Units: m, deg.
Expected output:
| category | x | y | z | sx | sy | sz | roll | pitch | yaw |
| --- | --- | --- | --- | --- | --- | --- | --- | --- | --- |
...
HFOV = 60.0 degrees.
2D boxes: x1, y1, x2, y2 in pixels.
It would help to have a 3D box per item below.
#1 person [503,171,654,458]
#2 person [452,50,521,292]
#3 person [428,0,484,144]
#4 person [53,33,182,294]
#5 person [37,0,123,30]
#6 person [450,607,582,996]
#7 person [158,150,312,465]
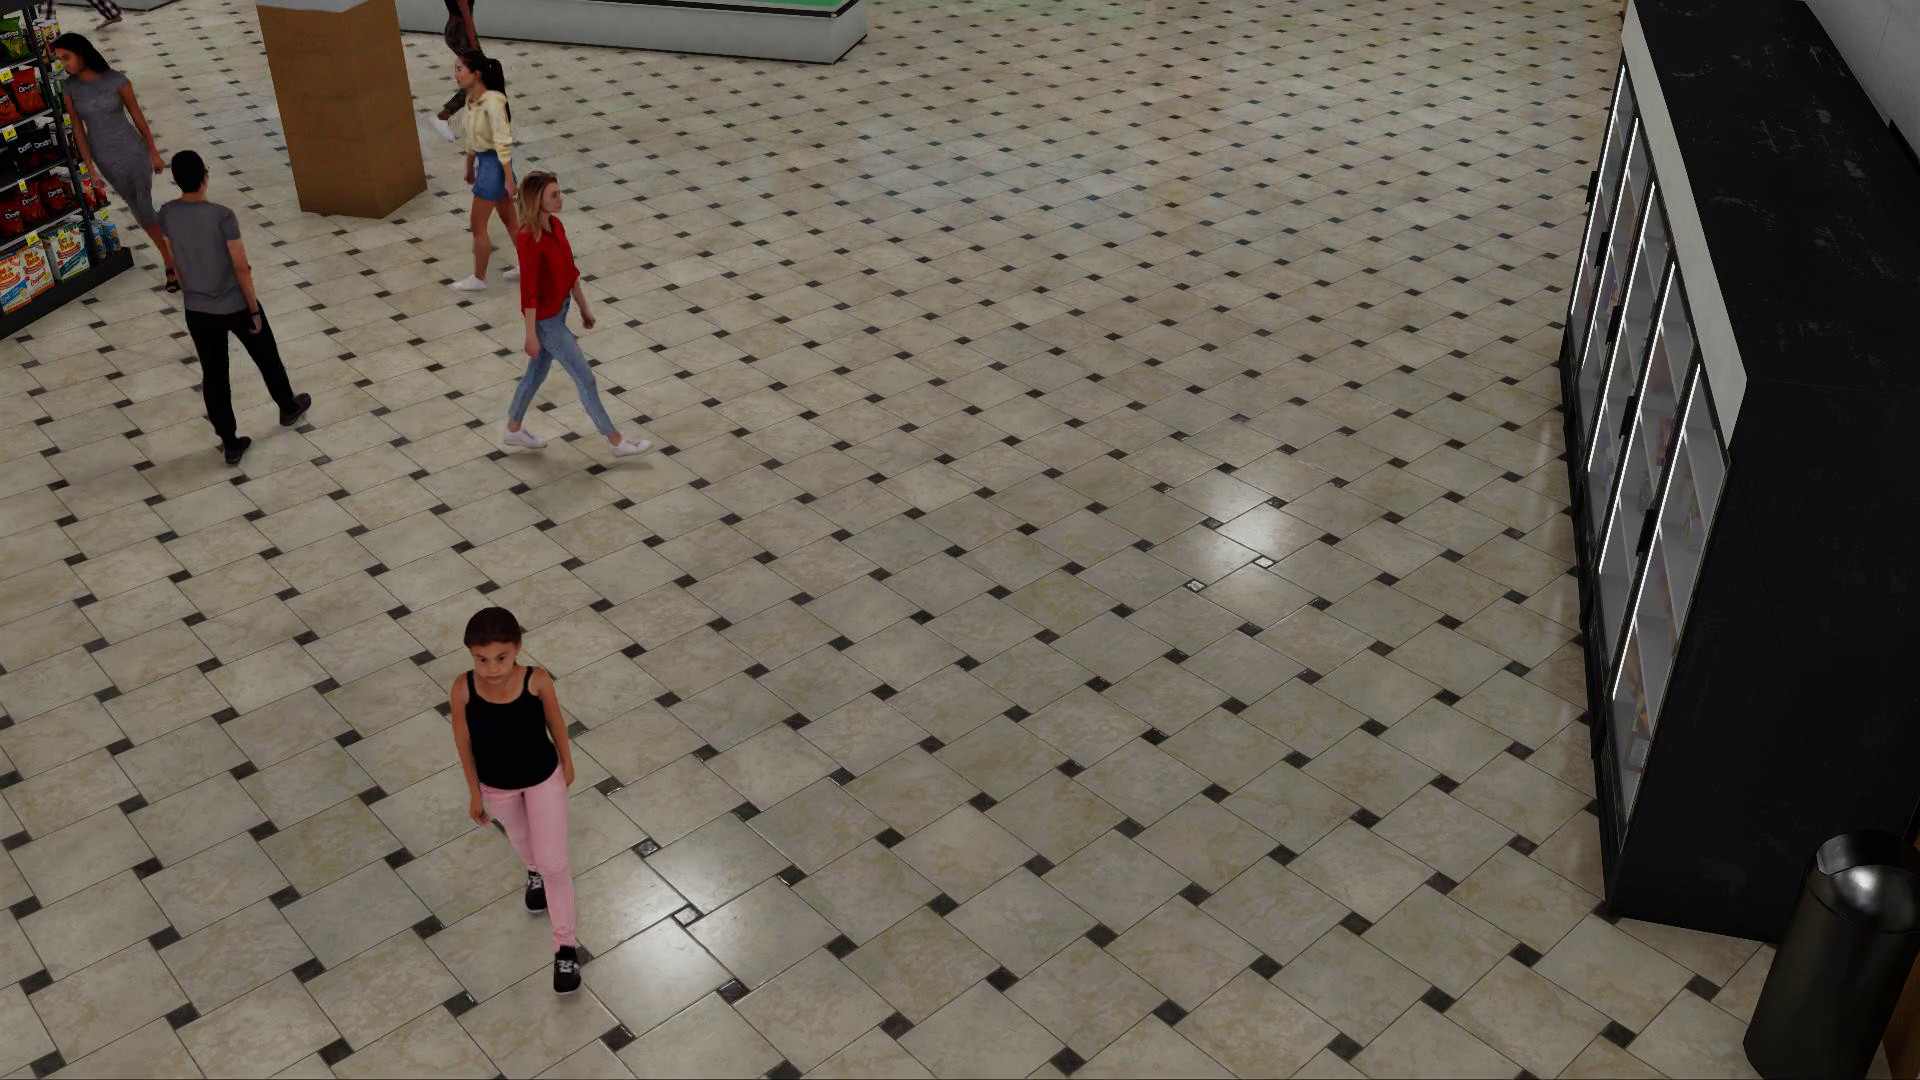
| category | x | y | z | sx | sy | sz | roll | pitch | yaw |
| --- | --- | --- | --- | --- | --- | --- | --- | --- | --- |
| person | -2.310 | -1.186 | 9.098 | 1.142 | 1.655 | 0.740 | 4 | 32 | 6 |
| person | -3.077 | -2.505 | 11.261 | 1.010 | 1.611 | 0.953 | -18 | 36 | -26 |
| person | -4.147 | -4.036 | 13.653 | 0.946 | 1.682 | 0.872 | -15 | 35 | -23 |
| person | -5.628 | -2.556 | 11.218 | 0.830 | 1.743 | 0.871 | -10 | 33 | -16 |
| person | -8.970 | -5.977 | 16.664 | 1.213 | 1.797 | 1.129 | -16 | 35 | -24 |
| person | -1.580 | 0.830 | 5.988 | 0.989 | 1.519 | 0.828 | -4 | 32 | -6 |
| person | -4.085 | -1.233 | 9.104 | 0.967 | 1.729 | 0.848 | 0 | 32 | 0 |
